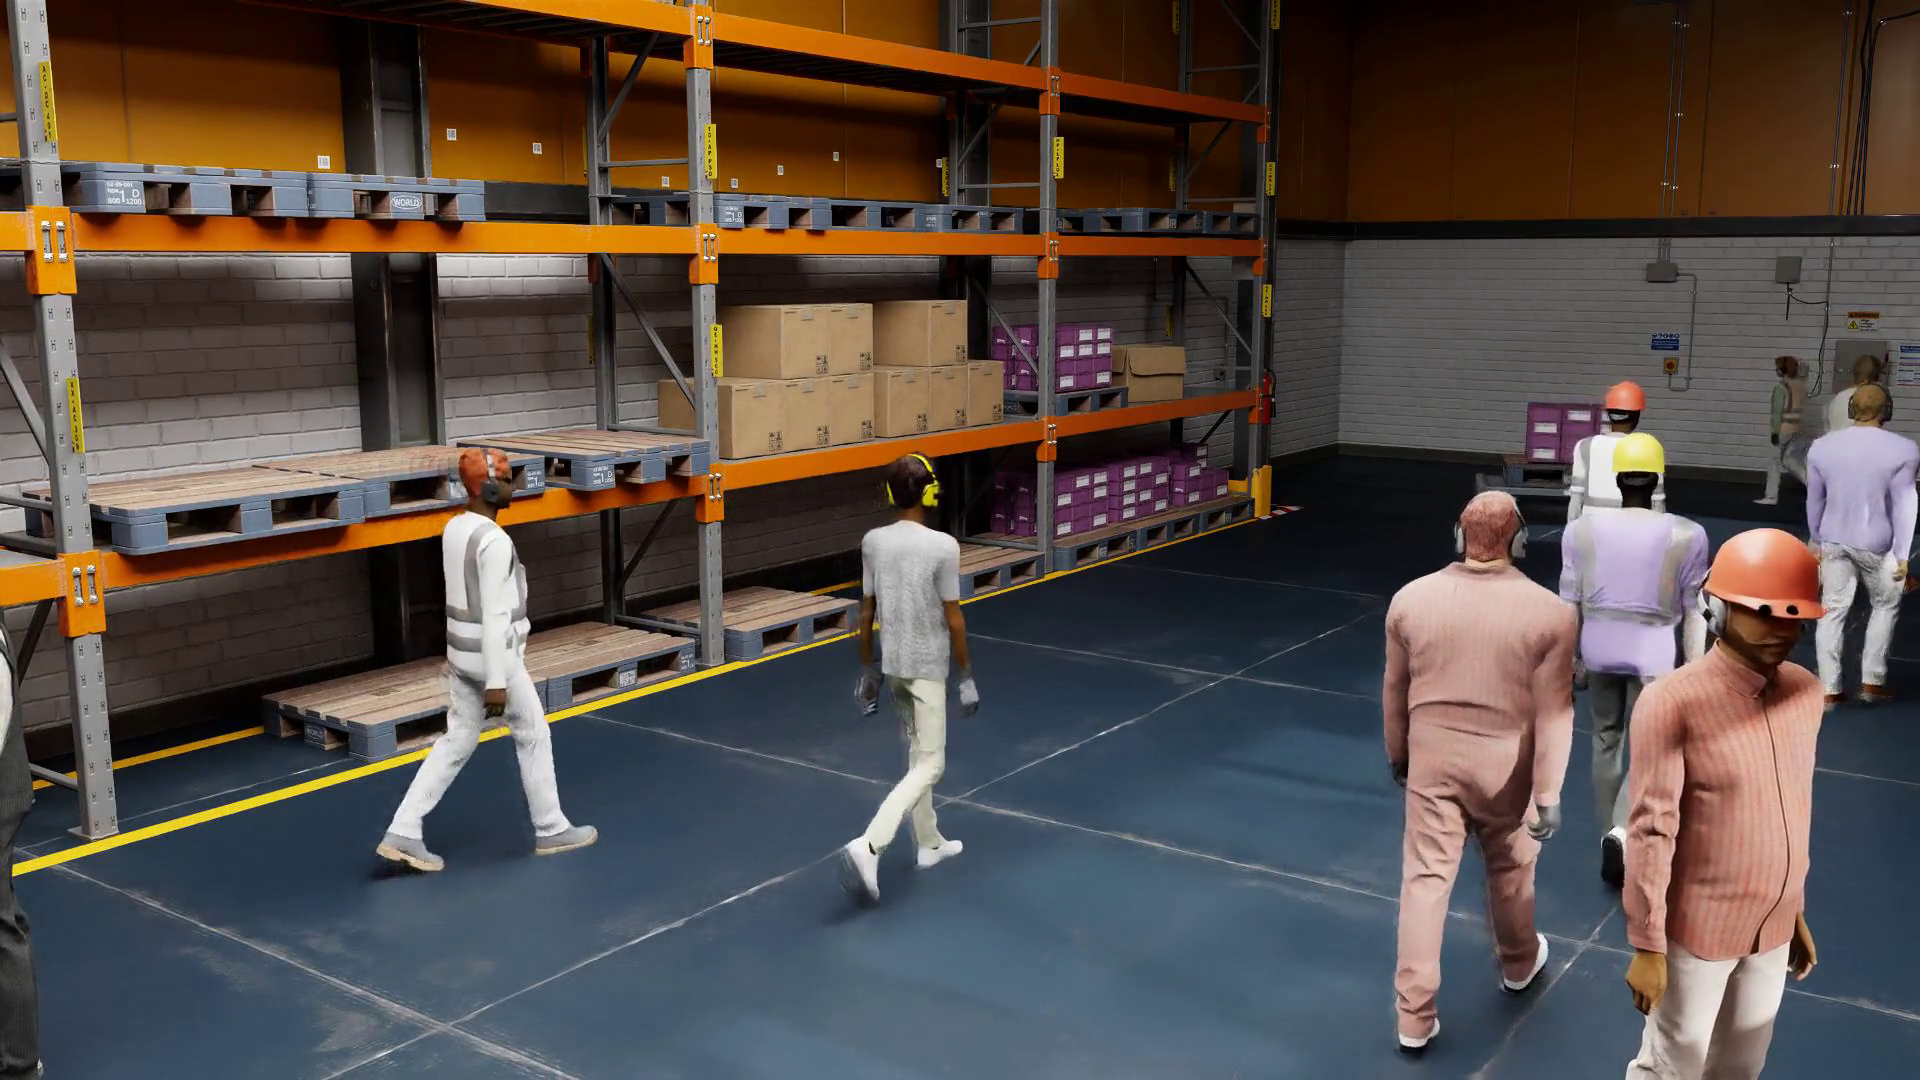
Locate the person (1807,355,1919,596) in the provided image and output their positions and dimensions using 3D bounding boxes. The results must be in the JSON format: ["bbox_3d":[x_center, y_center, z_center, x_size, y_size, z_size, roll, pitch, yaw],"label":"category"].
[{"bbox_3d":[7.046,-0.478,12.906,0.950,1.896,0.644,-1,10,-6],"label":"person"}]

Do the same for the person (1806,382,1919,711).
[{"bbox_3d":[5.310,0.034,9.767,0.718,1.918,0.645,-8,12,-39],"label":"person"}]

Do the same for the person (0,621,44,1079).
[{"bbox_3d":[-3.024,0.863,5.080,0.345,1.846,0.508,-5,11,-26],"label":"person"}]

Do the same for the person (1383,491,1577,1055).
[{"bbox_3d":[1.764,0.756,5.698,0.667,1.847,1.005,6,11,31],"label":"person"}]

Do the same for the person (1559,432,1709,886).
[{"bbox_3d":[2.839,0.495,7.085,0.596,1.905,0.800,6,11,31],"label":"person"}]

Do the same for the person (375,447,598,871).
[{"bbox_3d":[-2.093,0.516,7.157,0.955,1.848,0.586,-7,12,-37],"label":"person"}]

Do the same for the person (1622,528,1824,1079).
[{"bbox_3d":[1.900,0.949,4.126,0.624,1.990,0.388,-5,11,-27],"label":"person"}]

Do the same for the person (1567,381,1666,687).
[{"bbox_3d":[4.075,-0.041,10.355,0.564,1.891,1.008,9,13,43],"label":"person"}]

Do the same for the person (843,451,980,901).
[{"bbox_3d":[-0.219,0.554,6.938,0.522,1.845,0.808,8,12,40],"label":"person"}]

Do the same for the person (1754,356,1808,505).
[{"bbox_3d":[8.880,-1.157,17.769,0.528,1.618,0.547,-7,12,-37],"label":"person"}]
